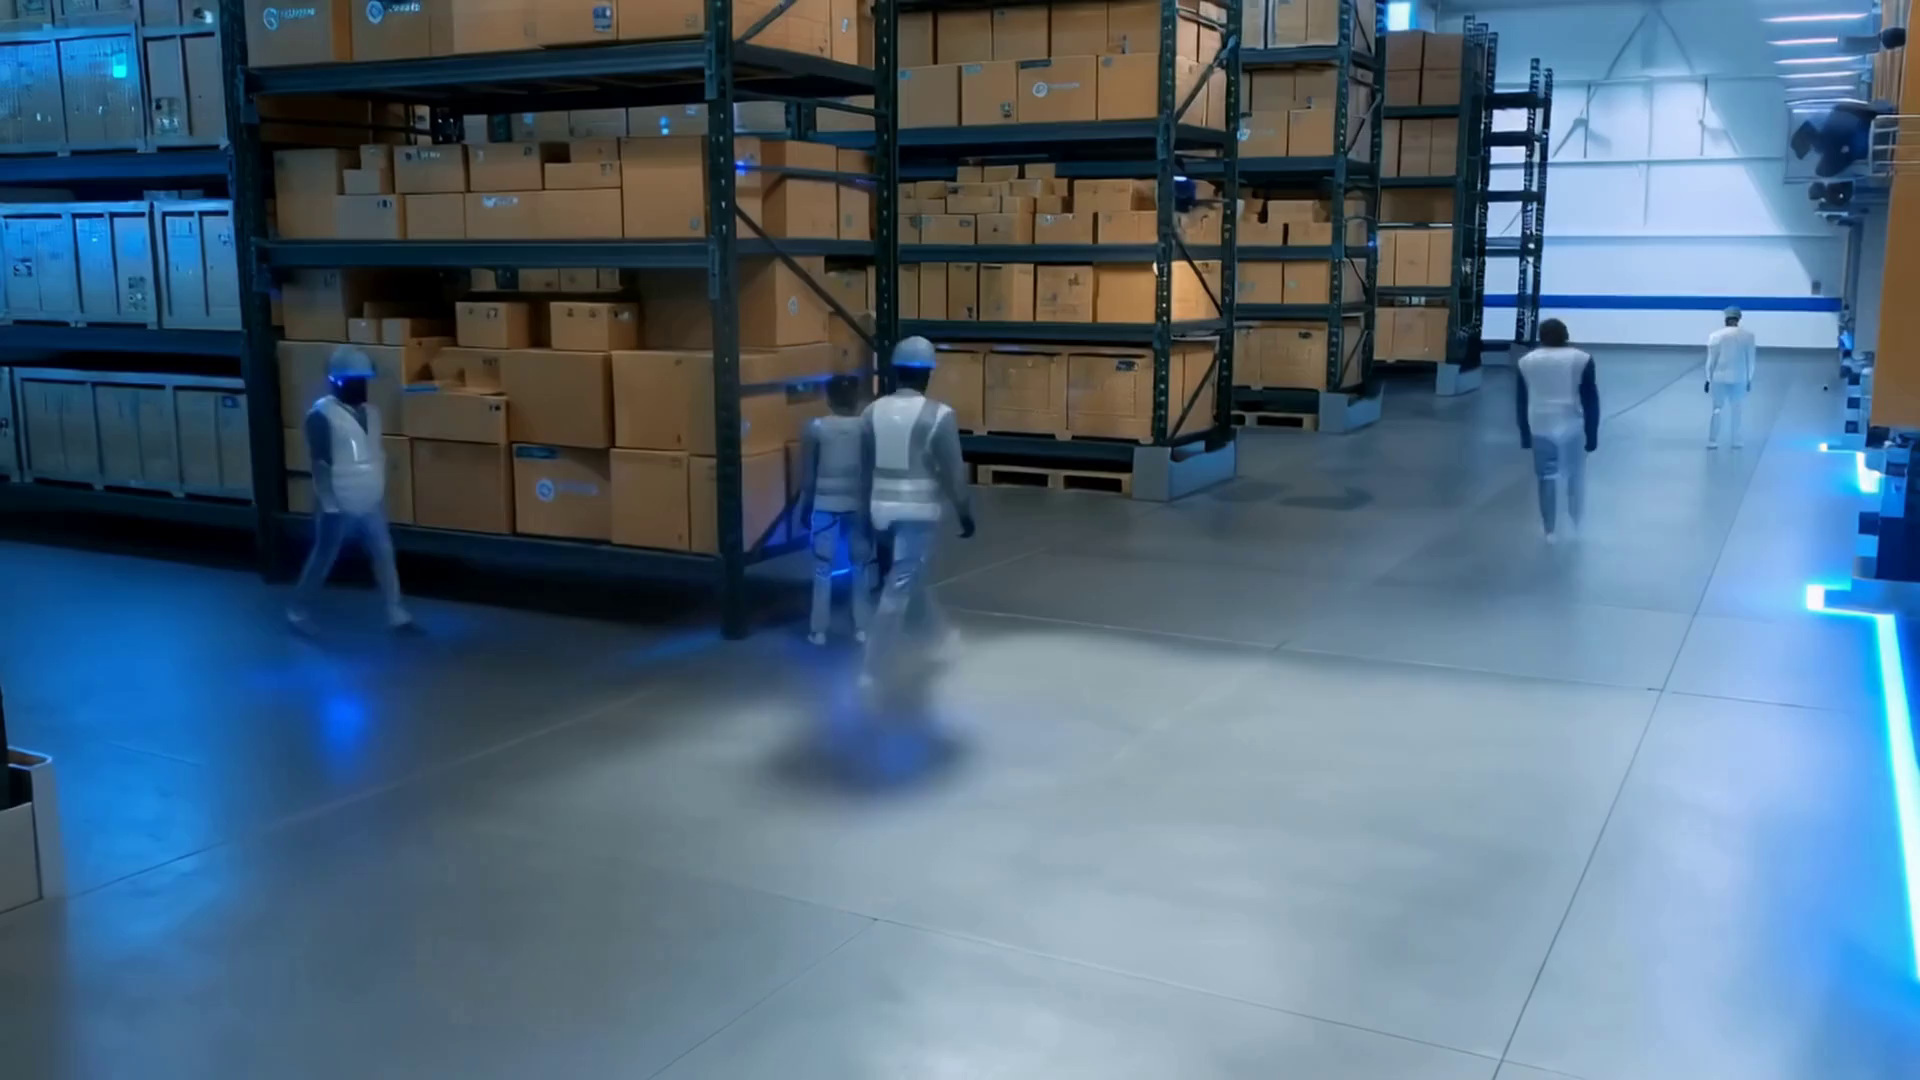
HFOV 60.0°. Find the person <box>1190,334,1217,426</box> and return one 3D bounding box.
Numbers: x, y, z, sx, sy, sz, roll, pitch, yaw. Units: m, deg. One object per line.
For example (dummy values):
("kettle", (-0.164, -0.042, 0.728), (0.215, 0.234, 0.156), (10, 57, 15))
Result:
("person", (3.005, -2.197, 21.385), (0.881, 1.706, 0.499), (4, 10, 21))

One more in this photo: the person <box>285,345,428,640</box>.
("person", (-3.724, -0.278, 10.027), (0.919, 1.796, 0.610), (4, 10, 19))

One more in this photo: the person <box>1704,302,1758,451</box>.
("person", (9.068, -1.920, 19.608), (0.570, 1.755, 0.320), (2, 10, 11))

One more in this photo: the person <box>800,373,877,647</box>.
("person", (-0.689, -0.176, 9.885), (0.526, 1.632, 0.312), (-3, 10, -19))

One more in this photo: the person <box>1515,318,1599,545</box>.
("person", (4.807, -0.876, 13.432), (0.665, 1.808, 0.588), (5, 11, 28))

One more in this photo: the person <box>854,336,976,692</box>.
("person", (-0.265, -0.154, 9.026), (0.594, 1.892, 1.058), (8, 12, 38))
